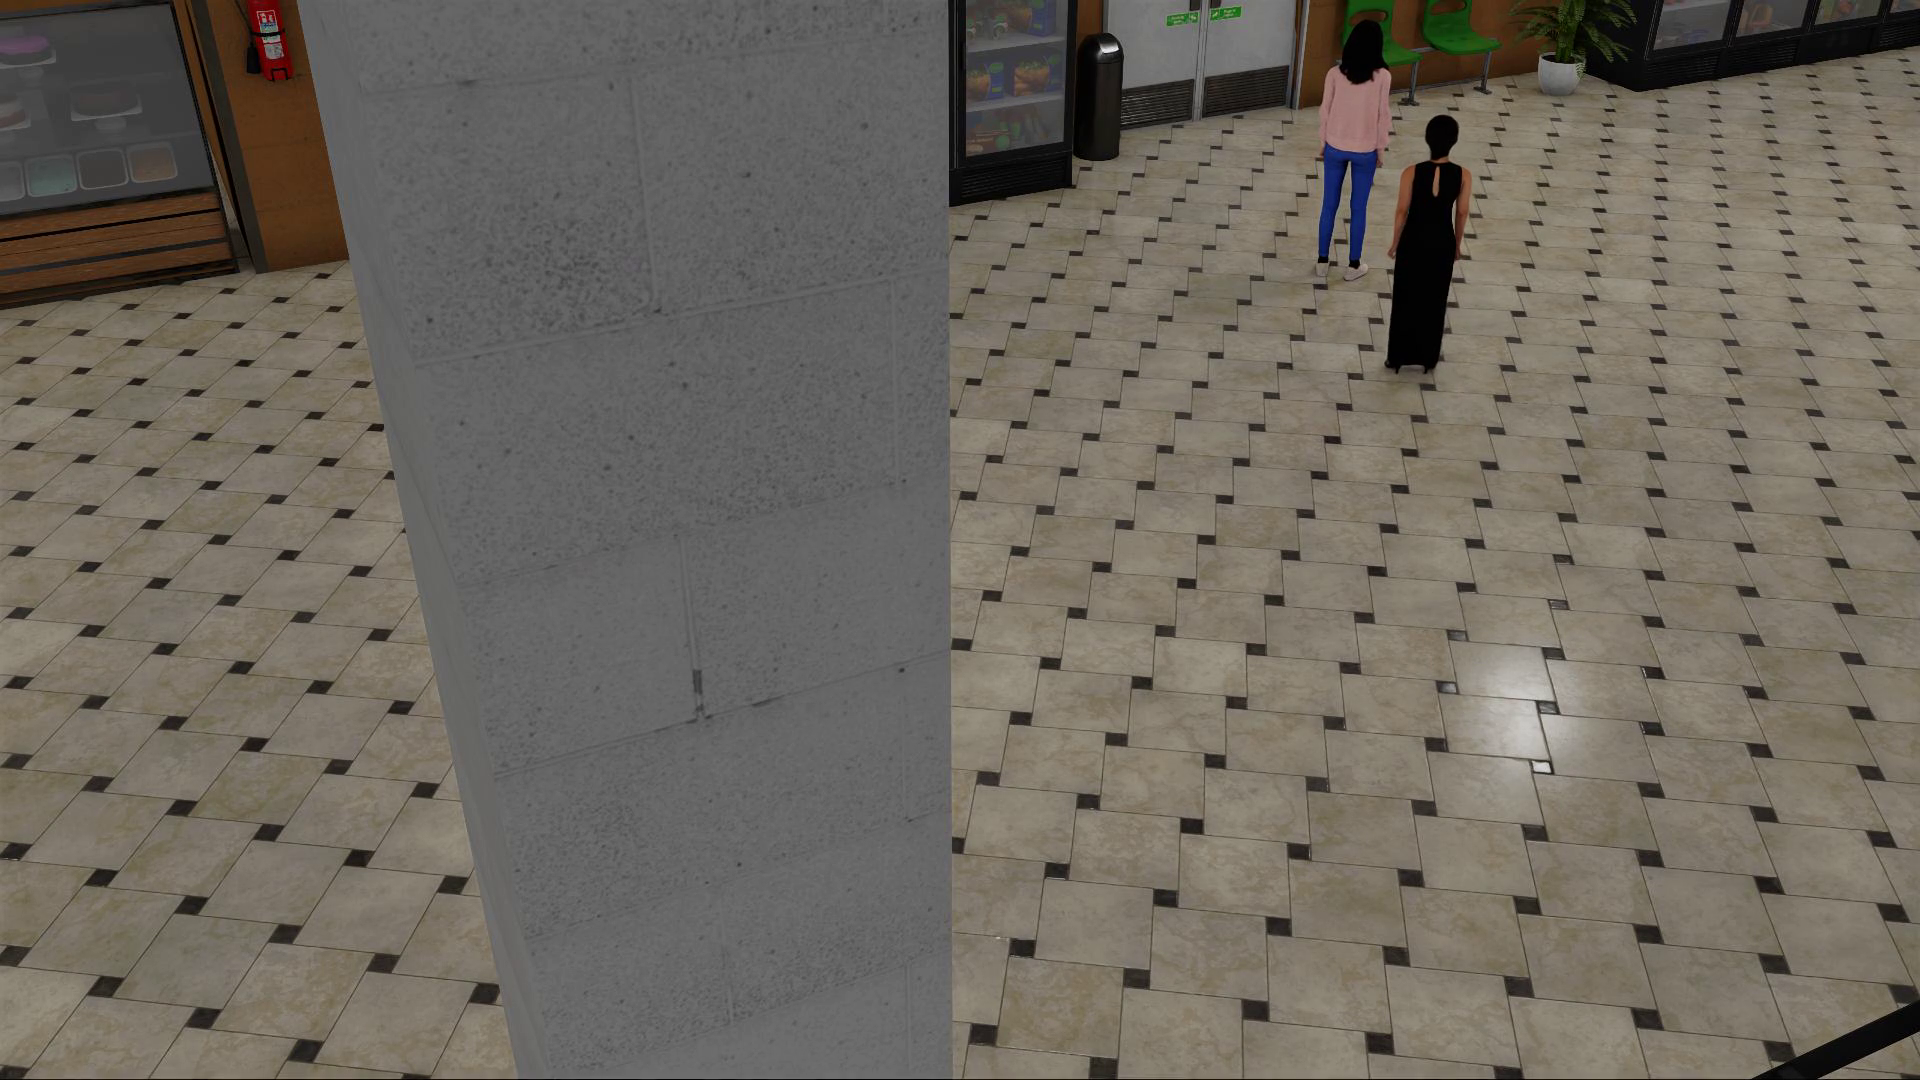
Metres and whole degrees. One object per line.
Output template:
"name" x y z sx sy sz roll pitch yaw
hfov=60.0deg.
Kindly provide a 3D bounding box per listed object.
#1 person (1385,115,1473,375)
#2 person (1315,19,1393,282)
"person" 2.805 -1.756 10.020 0.668 1.603 0.681 3 32 5
"person" 2.648 -2.629 11.264 0.698 1.770 0.784 14 35 22
